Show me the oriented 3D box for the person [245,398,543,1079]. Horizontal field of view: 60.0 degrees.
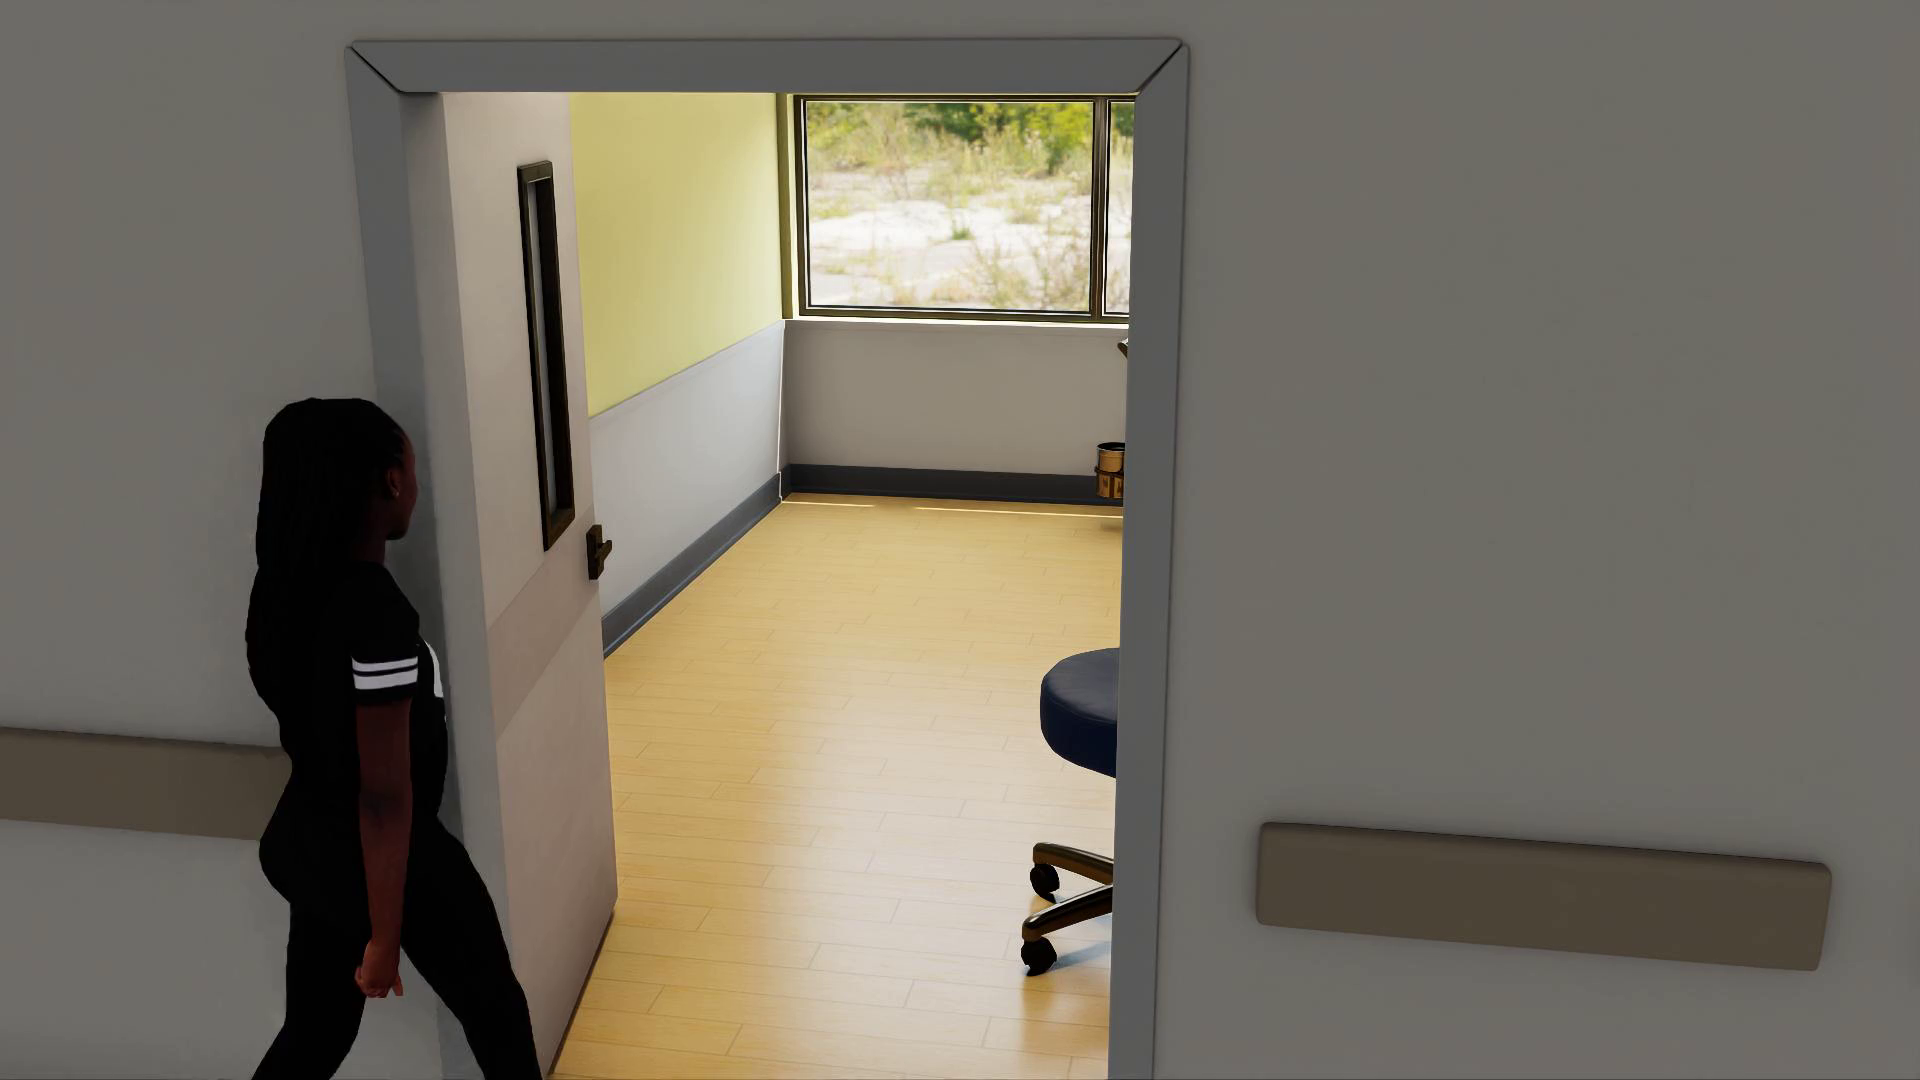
[{"bbox_3d":[-1.125,0.624,2.945,1.073,1.708,1.141,-15,22,-42],"label":"person"}]
